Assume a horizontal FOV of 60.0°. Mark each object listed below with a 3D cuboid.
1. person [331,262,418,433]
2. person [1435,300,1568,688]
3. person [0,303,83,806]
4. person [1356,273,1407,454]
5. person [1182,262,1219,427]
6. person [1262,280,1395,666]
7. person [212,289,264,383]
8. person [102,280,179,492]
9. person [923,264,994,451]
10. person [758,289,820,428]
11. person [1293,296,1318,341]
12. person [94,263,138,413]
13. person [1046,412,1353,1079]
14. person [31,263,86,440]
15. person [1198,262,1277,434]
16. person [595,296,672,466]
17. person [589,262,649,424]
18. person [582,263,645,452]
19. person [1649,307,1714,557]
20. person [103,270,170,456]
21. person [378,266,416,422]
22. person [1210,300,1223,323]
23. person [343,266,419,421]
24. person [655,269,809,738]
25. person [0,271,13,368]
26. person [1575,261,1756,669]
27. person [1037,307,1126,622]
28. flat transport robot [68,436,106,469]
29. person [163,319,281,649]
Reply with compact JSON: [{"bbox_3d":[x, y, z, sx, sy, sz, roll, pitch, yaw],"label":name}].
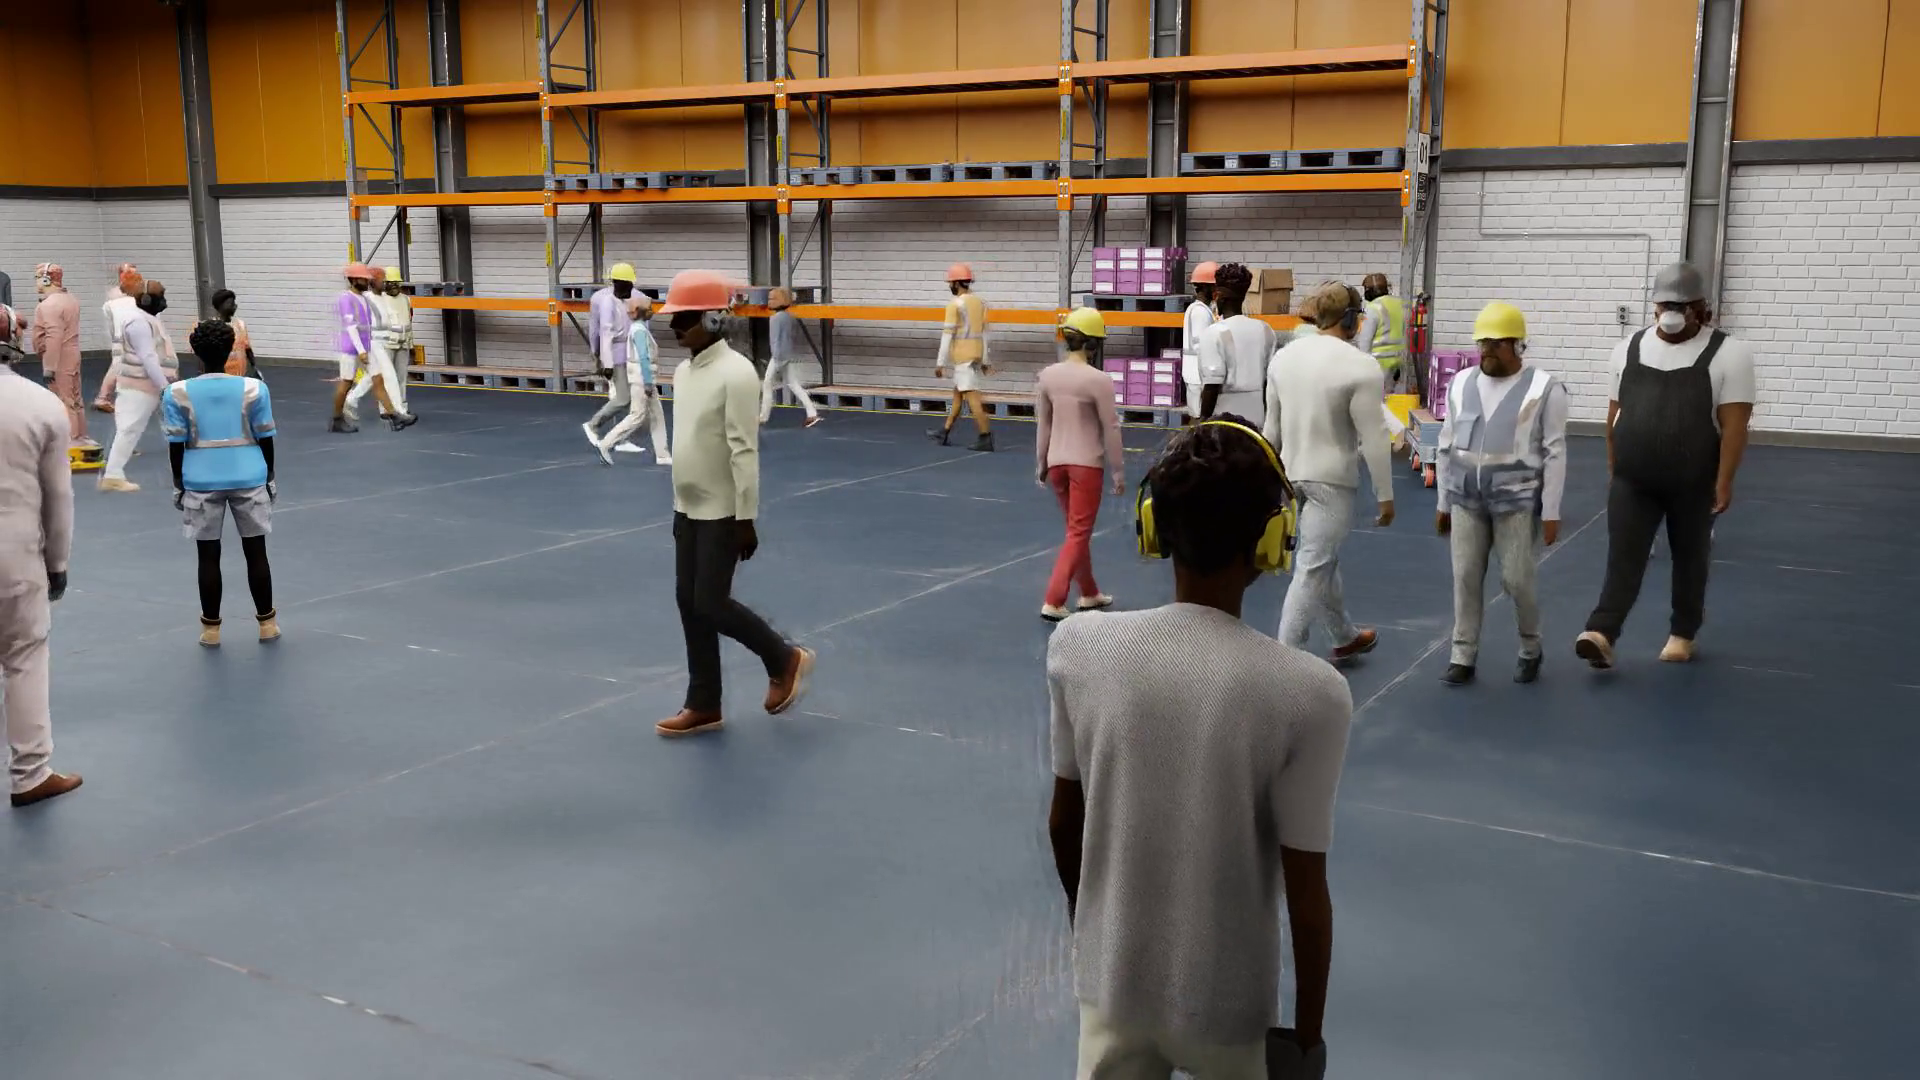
[{"bbox_3d":[-6.562,-2.114,18.385,0.998,1.884,0.555,2,10,10],"label":"person"},{"bbox_3d":[2.513,-0.202,7.787,0.600,1.837,0.468,8,13,39],"label":"person"},{"bbox_3d":[-3.661,0.079,6.062,0.793,1.868,0.401,-7,12,-34],"label":"person"},{"bbox_3d":[4.175,-1.708,16.315,0.615,1.814,0.639,9,13,41],"label":"person"},{"bbox_3d":[2.053,-1.361,13.994,0.356,1.936,0.551,0,10,1],"label":"person"},{"bbox_3d":[1.816,-0.267,7.897,0.936,1.896,0.666,-7,12,-33],"label":"person"},{"bbox_3d":[-7.160,-1.628,16.309,0.871,1.649,0.539,3,10,15],"label":"person"},{"bbox_3d":[-6.824,-1.298,14.084,1.004,1.791,0.622,-2,10,-12],"label":"person"},{"bbox_3d":[-0.006,-1.857,16.953,0.957,1.886,0.563,7,12,33],"label":"person"},{"bbox_3d":[-1.991,-2.067,18.970,0.846,1.595,0.516,4,11,22],"label":"person"},{"bbox_3d":[3.254,-1.509,15.789,0.781,1.605,0.511,-4,11,-21],"label":"person"},{"bbox_3d":[-10.321,-2.500,20.691,1.013,1.864,0.658,-3,10,-14],"label":"person"},{"bbox_3d":[0.364,0.706,2.640,0.513,1.814,1.016,4,11,24],"label":"person"},{"bbox_3d":[-8.649,-1.689,15.935,0.405,1.911,0.636,-2,10,-11],"label":"person"},{"bbox_3d":[1.680,-0.721,10.298,0.600,1.963,0.368,-8,13,-37],"label":"person"},{"bbox_3d":[-3.029,-1.483,15.603,0.746,1.615,0.520,-1,10,-6],"label":"person"},{"bbox_3d":[-3.739,-2.100,18.300,0.651,1.885,0.999,-2,10,-12],"label":"person"},{"bbox_3d":[-3.451,-1.816,16.669,0.549,1.907,0.587,1,10,7],"label":"person"},{"bbox_3d":[4.828,-0.731,11.145,0.504,1.676,0.931,10,14,43],"label":"person"},{"bbox_3d":[-8.180,-1.764,16.595,0.564,1.826,0.977,0,10,-1],"label":"person"},{"bbox_3d":[-6.713,-2.321,19.725,0.403,1.832,0.593,7,12,34],"label":"person"},{"bbox_3d":[2.445,-1.747,16.524,0.800,1.813,0.512,1,10,5],"label":"person"},{"bbox_3d":[-6.909,-2.293,19.552,0.964,1.849,0.590,1,10,7],"label":"person"},{"bbox_3d":[-1.003,-0.148,7.012,0.574,1.973,0.635,-7,12,-35],"label":"person"},{"bbox_3d":[-16.362,-3.861,28.146,0.361,1.938,0.635,6,12,30],"label":"person"},{"bbox_3d":[3.389,-0.356,8.012,0.696,2.000,1.030,7,12,36],"label":"person"},{"bbox_3d":[0.669,-0.415,9.208,0.744,1.736,0.544,-10,14,-44],"label":"person"},{"bbox_3d":[-8.511,-0.823,15.663,0.652,0.197,1.431,-7,12,-34],"label":"flat transport robot"},{"bbox_3d":[-3.792,-0.284,8.578,0.532,1.697,0.319,-5,11,-24],"label":"person"}]
